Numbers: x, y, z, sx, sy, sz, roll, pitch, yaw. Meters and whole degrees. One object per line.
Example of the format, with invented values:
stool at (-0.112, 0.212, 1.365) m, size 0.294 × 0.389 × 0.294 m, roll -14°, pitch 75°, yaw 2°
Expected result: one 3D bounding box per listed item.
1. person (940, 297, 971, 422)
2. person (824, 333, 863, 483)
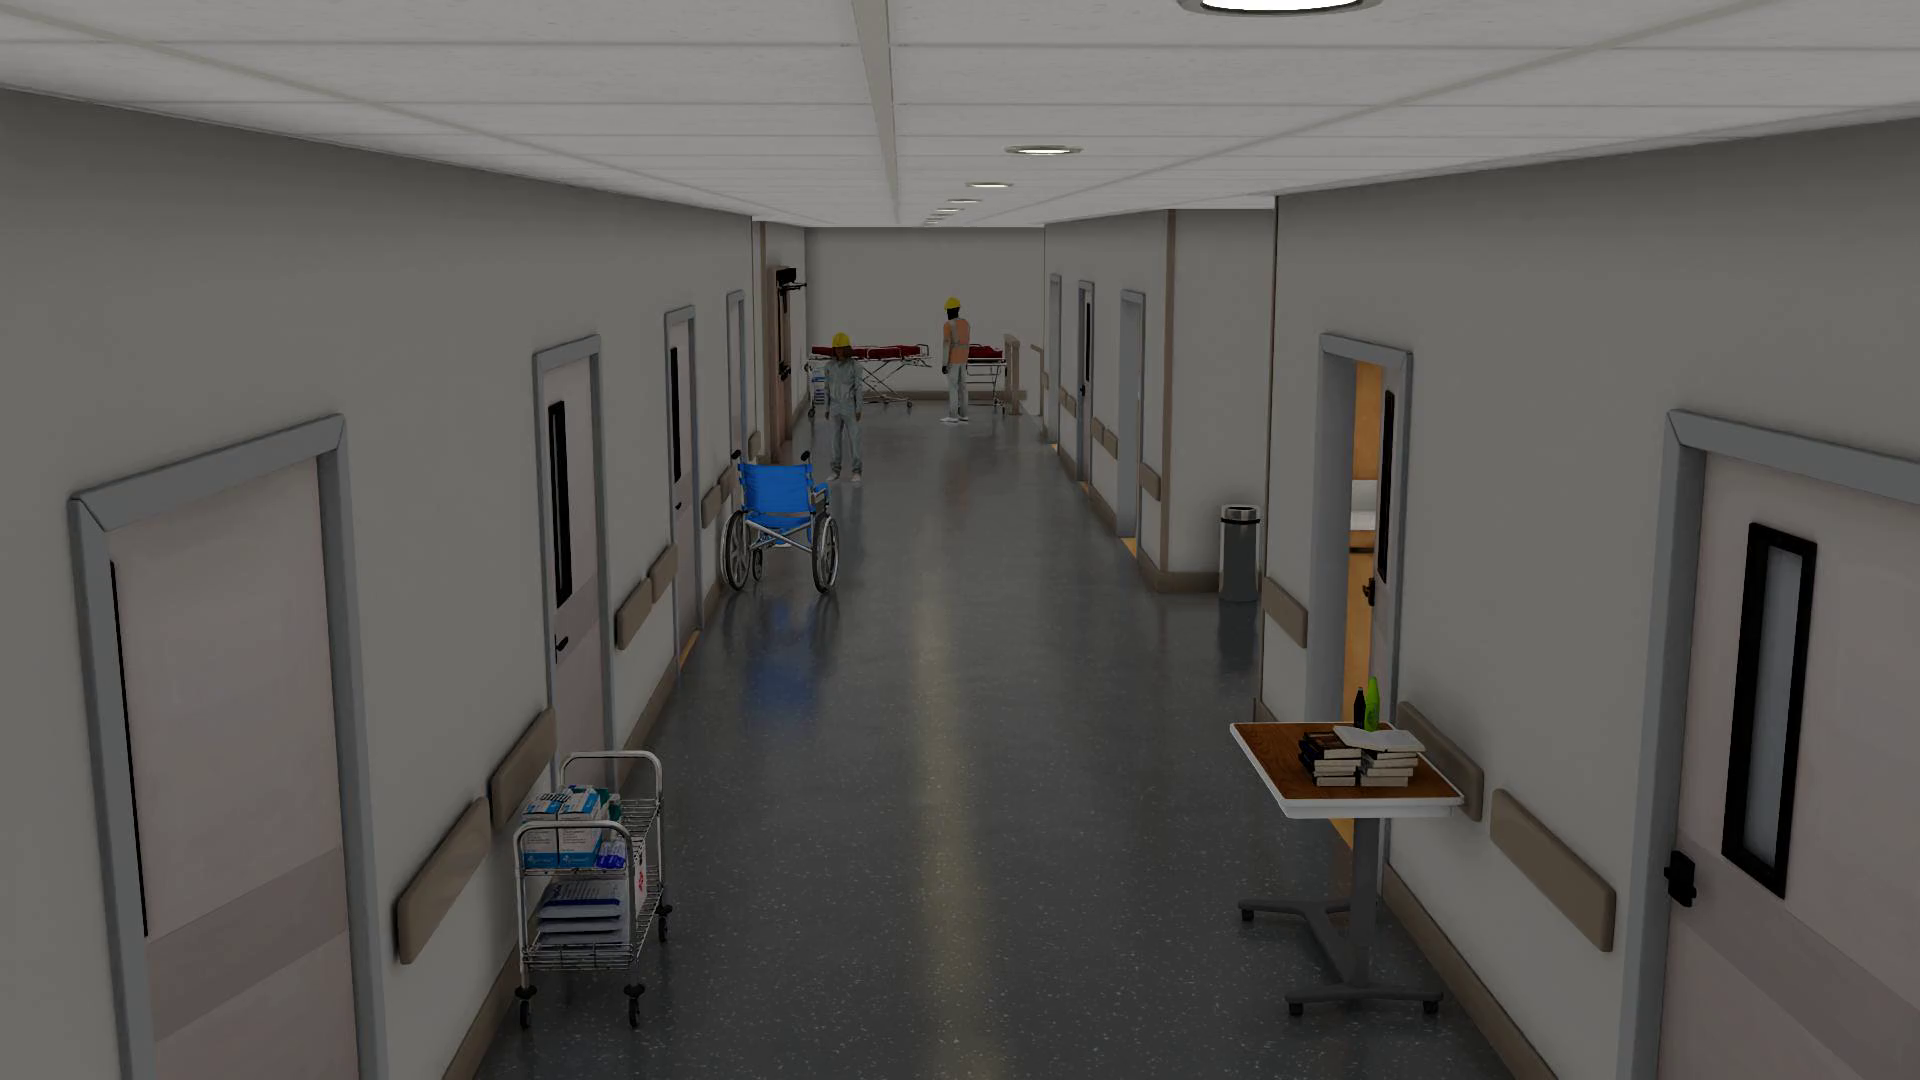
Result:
person at (-0.081, -2.775, 25.665) m, size 0.398 × 1.920 × 0.586 m, roll 8°, pitch 13°, yaw 37°
person at (-1.354, -1.523, 19.208) m, size 0.483 × 1.735 × 0.340 m, roll 4°, pitch 11°, yaw 20°
